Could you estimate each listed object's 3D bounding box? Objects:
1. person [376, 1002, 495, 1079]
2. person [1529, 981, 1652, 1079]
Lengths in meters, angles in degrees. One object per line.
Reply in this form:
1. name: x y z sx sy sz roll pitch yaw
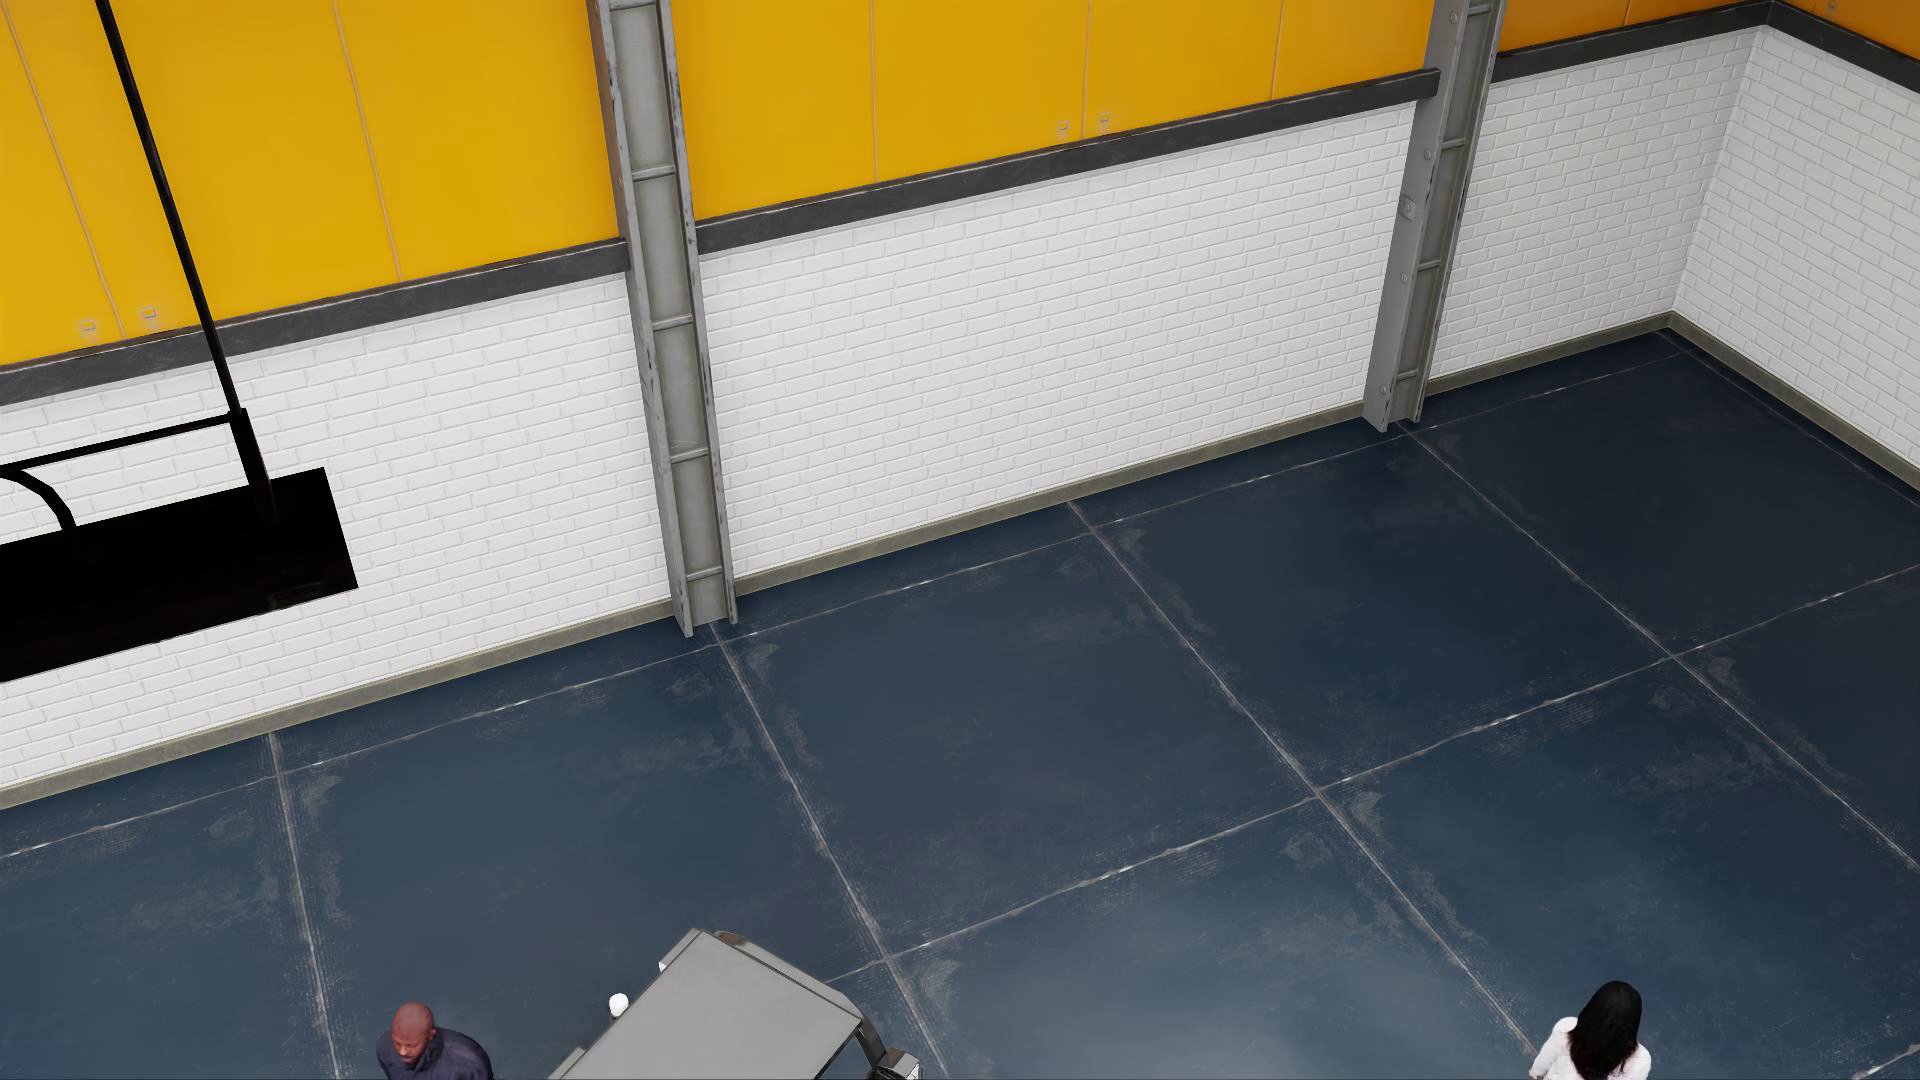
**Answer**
1. person: -2.343 2.679 7.880 1.287 1.782 1.222 6 39 8
2. person: 2.921 2.725 7.896 0.749 1.690 0.808 13 40 15
